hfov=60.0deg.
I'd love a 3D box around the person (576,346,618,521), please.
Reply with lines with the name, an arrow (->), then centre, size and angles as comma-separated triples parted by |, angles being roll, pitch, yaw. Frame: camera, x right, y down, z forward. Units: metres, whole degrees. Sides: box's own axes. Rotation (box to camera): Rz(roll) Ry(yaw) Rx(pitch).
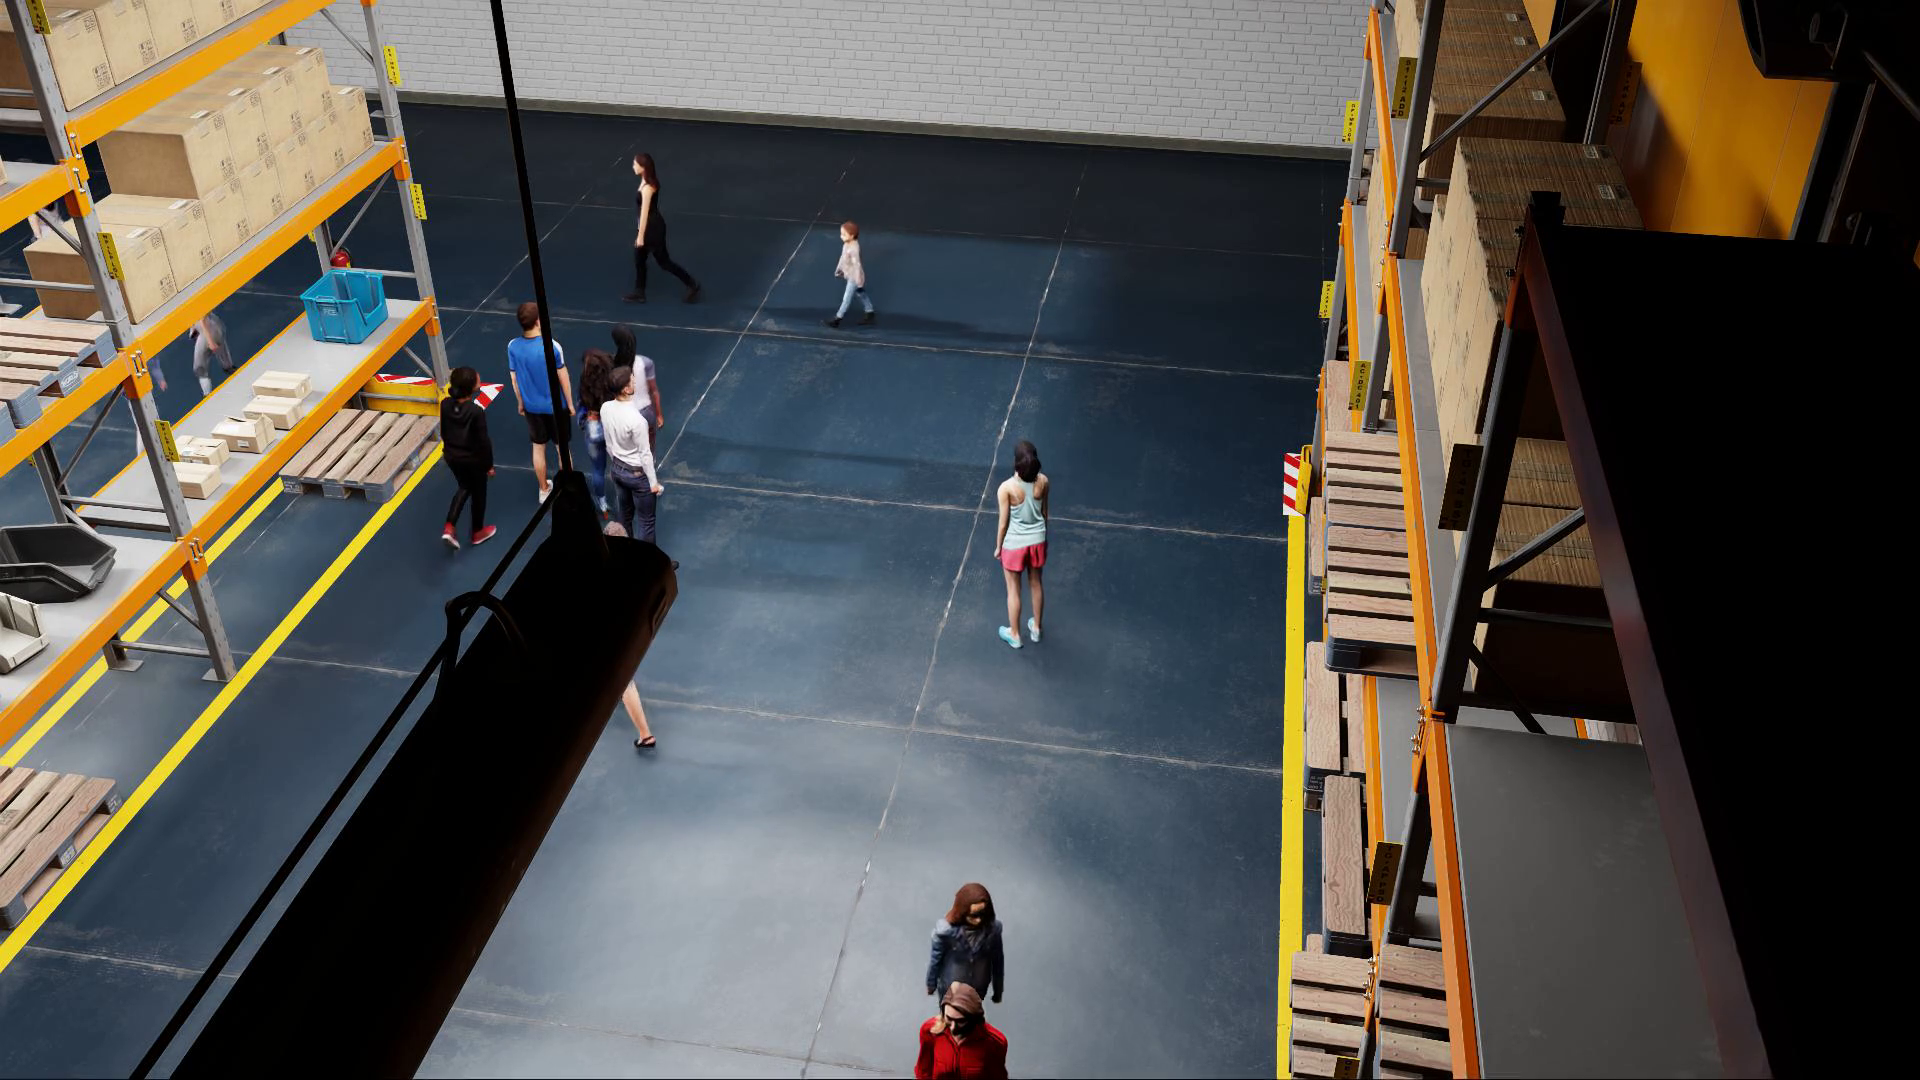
person -> -3.026, -0.900, 14.069 | 0.710, 1.620, 0.692 | -4, 34, -5

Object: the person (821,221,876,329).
person -> -1.047, -2.748, 17.262 | 0.743, 1.163, 0.817 | -8, 34, -12

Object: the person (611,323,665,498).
person -> -2.810, -1.015, 14.155 | 0.648, 1.716, 0.853 | 5, 34, 8

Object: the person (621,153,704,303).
person -> -3.181, -3.254, 17.575 | 0.911, 1.659, 1.119 | -6, 34, -9

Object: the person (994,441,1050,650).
person -> 0.480, 0.031, 12.539 | 0.695, 1.763, 0.725 | -11, 35, -17

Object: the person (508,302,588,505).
person -> -3.566, -1.168, 14.250 | 0.674, 1.867, 0.610 | 2, 34, 3

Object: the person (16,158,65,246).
person -> -9.457, -3.164, 17.410 | 0.725, 1.693, 0.663 | 13, 36, 18

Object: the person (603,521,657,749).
person -> -2.351, 0.704, 11.626 | 1.096, 1.653, 1.210 | -19, 38, -26

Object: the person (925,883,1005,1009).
person -> 0.008, 2.398, 9.246 | 0.685, 1.466, 0.714 | -8, 34, -12

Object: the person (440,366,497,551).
person -> -4.076, -0.619, 13.613 | 0.726, 1.658, 0.906 | 11, 35, 16

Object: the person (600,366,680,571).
person -> -2.629, -0.542, 13.307 | 0.716, 1.869, 0.737 | 24, 40, 31

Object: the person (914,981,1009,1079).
person -> 0.012, 2.830, 8.382 | 0.614, 1.704, 0.477 | 6, 34, 8
